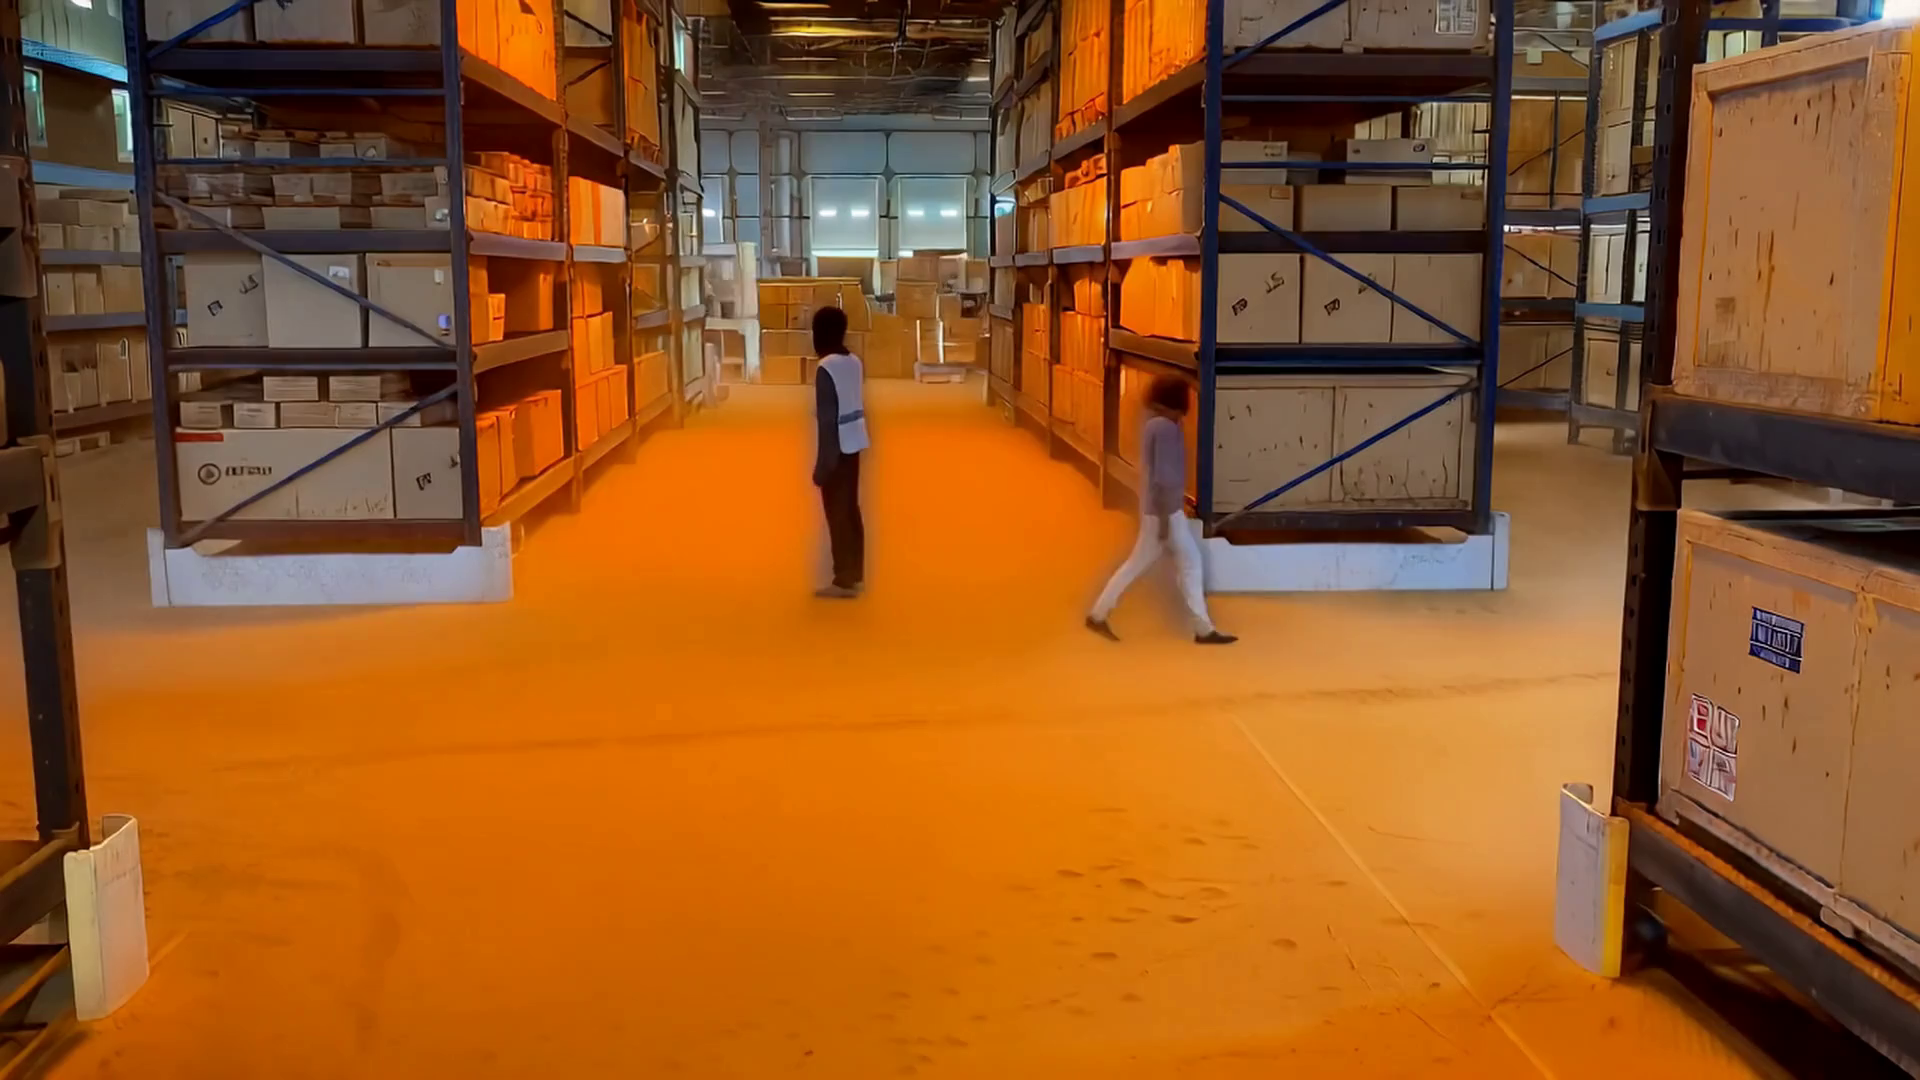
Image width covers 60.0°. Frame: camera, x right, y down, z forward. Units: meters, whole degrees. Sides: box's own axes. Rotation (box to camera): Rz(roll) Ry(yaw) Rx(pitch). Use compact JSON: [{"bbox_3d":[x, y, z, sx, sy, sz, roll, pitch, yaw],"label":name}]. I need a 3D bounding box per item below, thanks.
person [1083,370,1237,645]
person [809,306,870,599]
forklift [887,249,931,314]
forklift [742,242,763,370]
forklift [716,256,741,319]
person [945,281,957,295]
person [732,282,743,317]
[{"bbox_3d":[1.127,-0.177,9.469,0.855,1.595,0.500,-1,9,-7],"label":"person"},{"bbox_3d":[-0.790,-0.570,10.921,0.372,1.916,0.596,3,9,16],"label":"person"},{"bbox_3d":[-1.021,-6.480,45.020,1.873,2.768,1.129,-2,9,-12],"label":"forklift"},{"bbox_3d":[-4.554,-5.113,36.432,1.873,2.768,1.129,-1,9,-5],"label":"forklift"},{"bbox_3d":[-8.543,-9.115,61.562,1.129,2.768,1.873,-1,9,-4],"label":"forklift"},{"bbox_3d":[-0.297,-8.220,58.980,0.828,1.920,0.637,-5,11,-31],"label":"person"},{"bbox_3d":[-7.104,-7.448,54.042,0.635,1.938,0.361,4,10,26],"label":"person"}]
